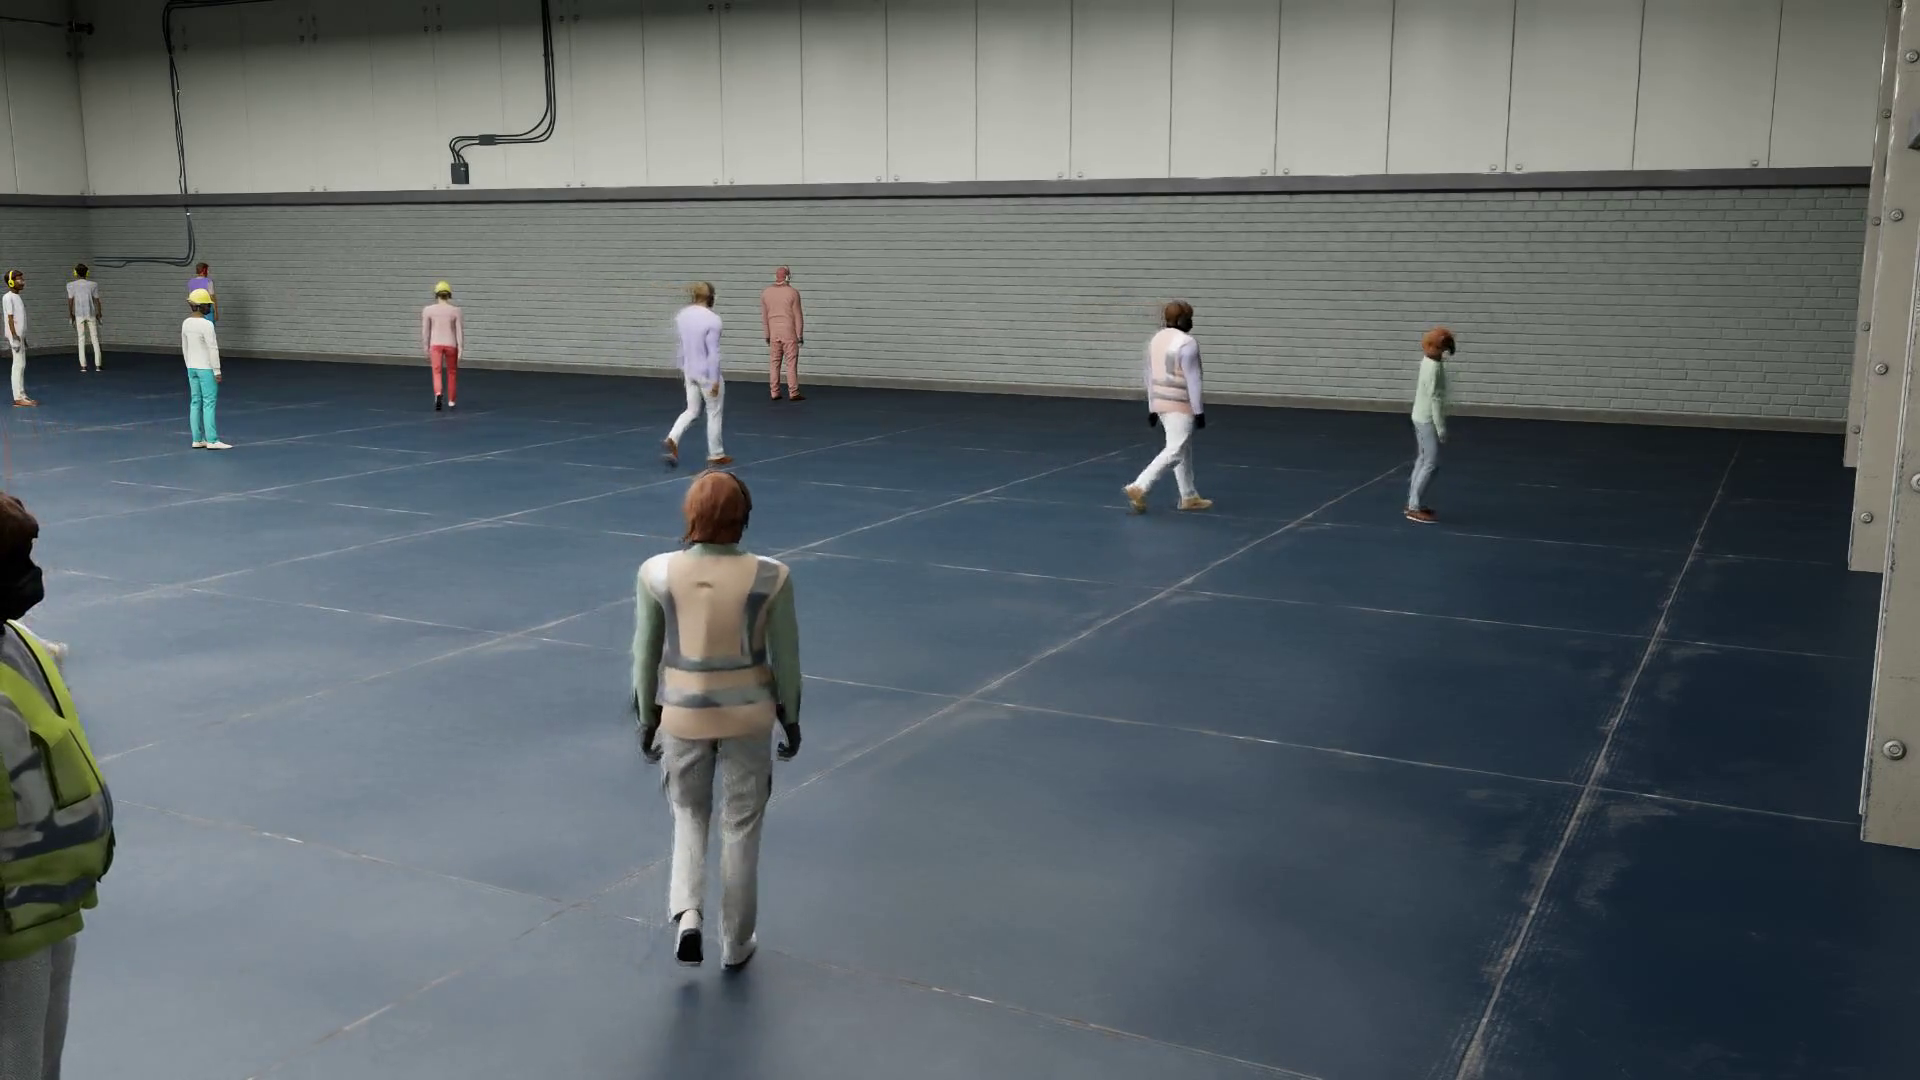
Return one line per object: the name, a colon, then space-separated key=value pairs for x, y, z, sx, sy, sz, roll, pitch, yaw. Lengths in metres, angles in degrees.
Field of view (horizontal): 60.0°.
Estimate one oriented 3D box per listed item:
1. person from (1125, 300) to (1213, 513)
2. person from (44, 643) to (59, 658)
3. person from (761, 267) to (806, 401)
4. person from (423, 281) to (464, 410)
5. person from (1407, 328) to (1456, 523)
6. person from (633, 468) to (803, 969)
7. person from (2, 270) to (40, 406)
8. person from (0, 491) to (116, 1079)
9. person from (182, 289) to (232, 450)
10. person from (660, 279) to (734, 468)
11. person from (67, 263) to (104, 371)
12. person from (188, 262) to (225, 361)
person: x=1.786 y=-1.123 z=14.104 sx=0.851 sy=1.820 sz=0.627 roll=-4 pitch=11 yaw=-20
person: x=-4.879 y=-0.098 z=8.061 sx=0.693 sy=1.975 sz=0.620 roll=-5 pitch=11 yaw=-25
person: x=-2.504 y=-2.938 z=23.745 sx=0.639 sy=1.904 sz=0.409 roll=4 pitch=11 yaw=23
person: x=-6.992 y=-2.635 z=22.538 sx=0.531 sy=1.738 sz=0.797 roll=-3 pitch=11 yaw=-15
person: x=3.893 y=-0.955 z=13.733 sx=0.329 sy=1.600 sz=0.563 roll=2 pitch=11 yaw=12
person: x=-0.763 y=0.586 z=5.282 sx=0.540 sy=1.625 sz=0.391 roll=0 pitch=10 yaw=3
person: x=-13.006 y=-2.785 z=22.999 sx=0.329 sy=1.872 sz=0.510 roll=-4 pitch=11 yaw=-19
person: x=-2.018 y=0.801 z=3.524 sx=0.429 sy=1.841 sz=0.634 roll=-3 pitch=11 yaw=-15
person: x=-8.313 y=-1.873 z=18.309 sx=0.534 sy=1.767 sz=0.314 roll=6 pitch=12 yaw=31
person: x=-2.635 y=-1.649 z=16.681 sx=0.636 sy=1.920 sz=0.808 roll=8 pitch=13 yaw=38
person: x=-15.186 y=-3.867 z=28.883 sx=0.531 sy=1.876 sz=0.318 roll=-6 pitch=12 yaw=-28
person: x=-14.085 y=-4.240 z=30.992 sx=0.565 sy=1.848 sz=0.390 roll=4 pitch=11 yaw=19
